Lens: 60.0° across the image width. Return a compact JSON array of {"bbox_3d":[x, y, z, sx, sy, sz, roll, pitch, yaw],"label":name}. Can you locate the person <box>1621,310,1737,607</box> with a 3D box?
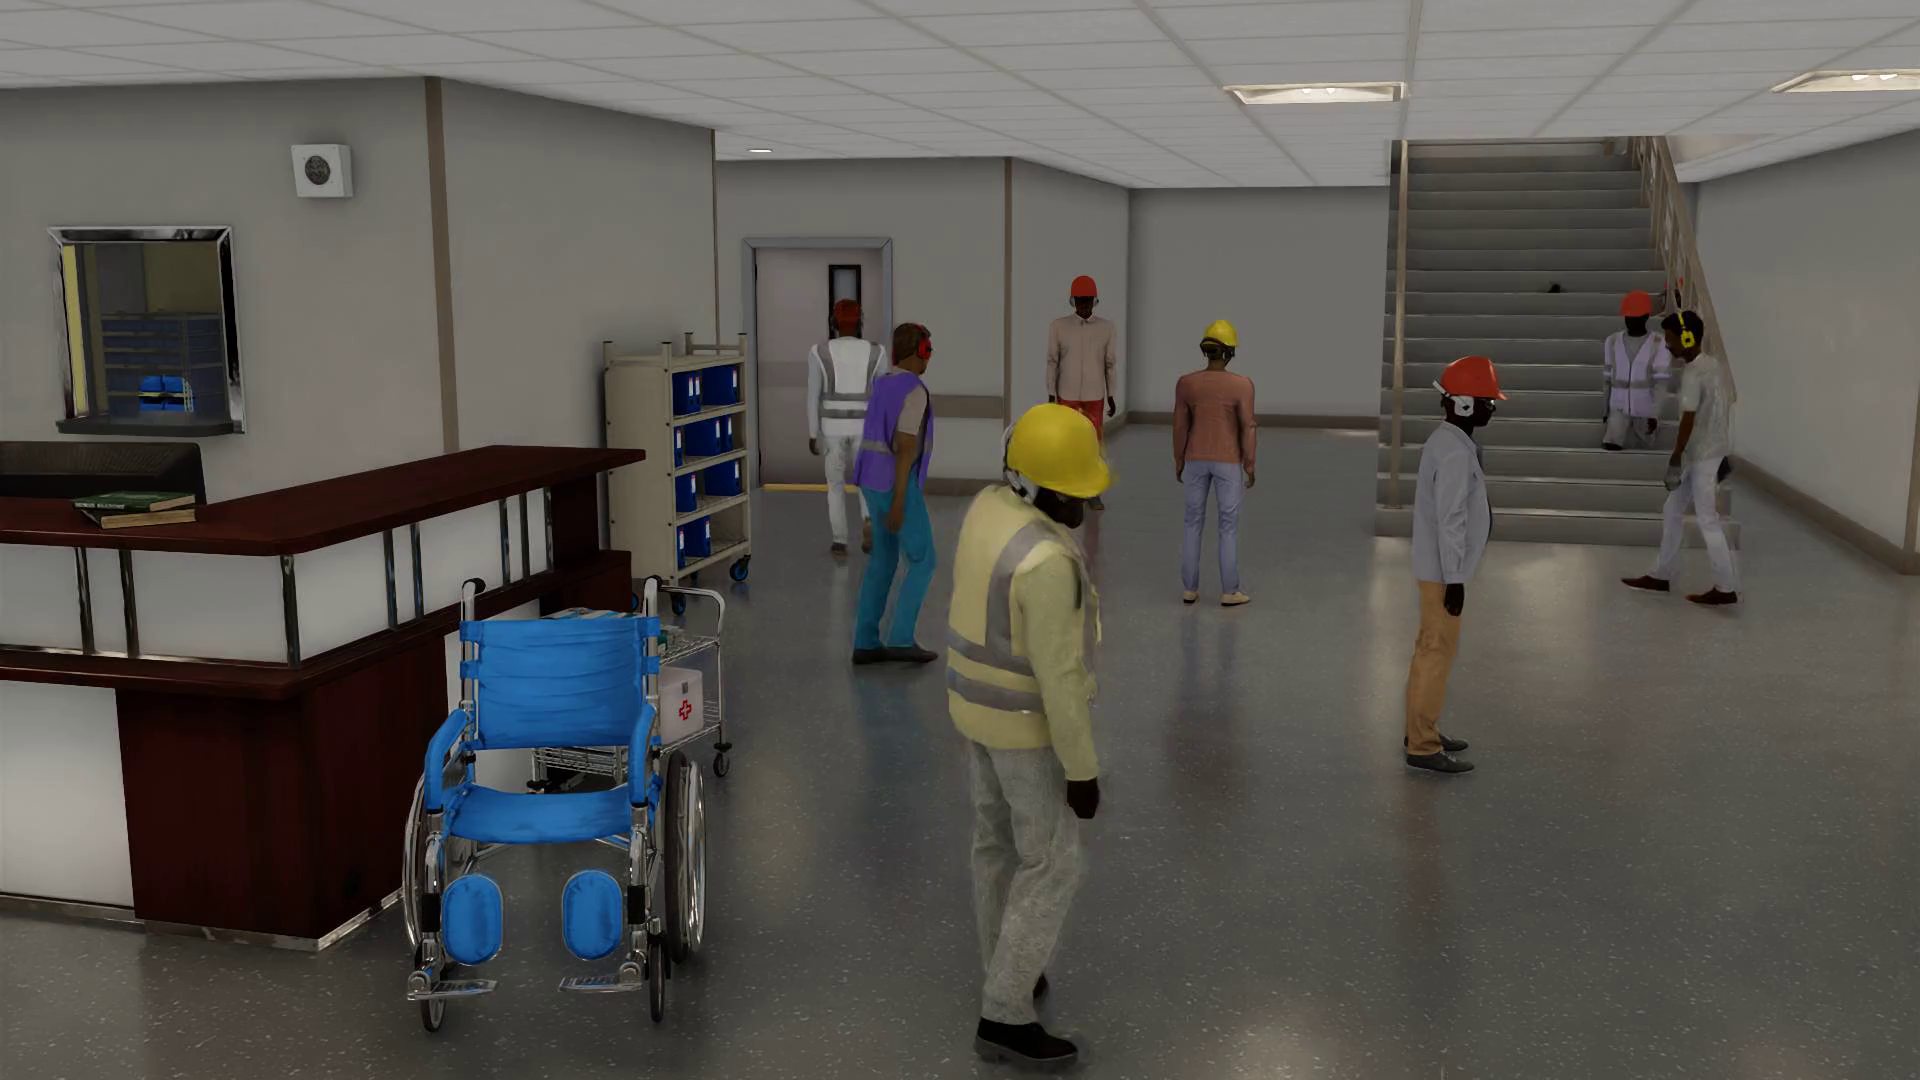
[{"bbox_3d":[4.492,-0.505,10.343,0.841,1.819,0.578,7,12,34],"label":"person"}]

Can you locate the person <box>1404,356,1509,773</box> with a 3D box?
[{"bbox_3d":[2.087,0.099,7.008,0.361,1.742,0.563,2,10,13],"label":"person"}]

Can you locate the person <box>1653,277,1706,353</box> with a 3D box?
[{"bbox_3d":[6.391,-1.372,15.000,0.644,1.967,0.499,7,12,36],"label":"person"}]

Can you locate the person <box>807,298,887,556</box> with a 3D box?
[{"bbox_3d":[-0.781,-0.778,11.821,0.588,1.869,0.646,-2,10,-14],"label":"person"}]

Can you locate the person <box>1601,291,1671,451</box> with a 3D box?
[{"bbox_3d":[5.338,-1.030,13.247,0.552,1.878,0.981,8,12,38],"label":"person"}]

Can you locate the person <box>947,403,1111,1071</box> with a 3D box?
[{"bbox_3d":[0.178,0.507,4.523,0.420,1.780,0.663,-4,10,-22],"label":"person"}]

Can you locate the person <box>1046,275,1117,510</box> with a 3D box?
[{"bbox_3d":[1.032,-1.242,14.152,0.608,1.996,0.381,-1,10,-4],"label":"person"}]

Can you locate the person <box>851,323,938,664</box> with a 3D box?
[{"bbox_3d":[-0.358,-0.236,8.790,0.548,1.803,0.580,-5,11,-28],"label":"person"}]

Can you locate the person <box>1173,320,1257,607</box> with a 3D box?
[{"bbox_3d":[1.584,-0.474,10.314,0.533,1.767,0.327,5,11,27],"label":"person"}]
